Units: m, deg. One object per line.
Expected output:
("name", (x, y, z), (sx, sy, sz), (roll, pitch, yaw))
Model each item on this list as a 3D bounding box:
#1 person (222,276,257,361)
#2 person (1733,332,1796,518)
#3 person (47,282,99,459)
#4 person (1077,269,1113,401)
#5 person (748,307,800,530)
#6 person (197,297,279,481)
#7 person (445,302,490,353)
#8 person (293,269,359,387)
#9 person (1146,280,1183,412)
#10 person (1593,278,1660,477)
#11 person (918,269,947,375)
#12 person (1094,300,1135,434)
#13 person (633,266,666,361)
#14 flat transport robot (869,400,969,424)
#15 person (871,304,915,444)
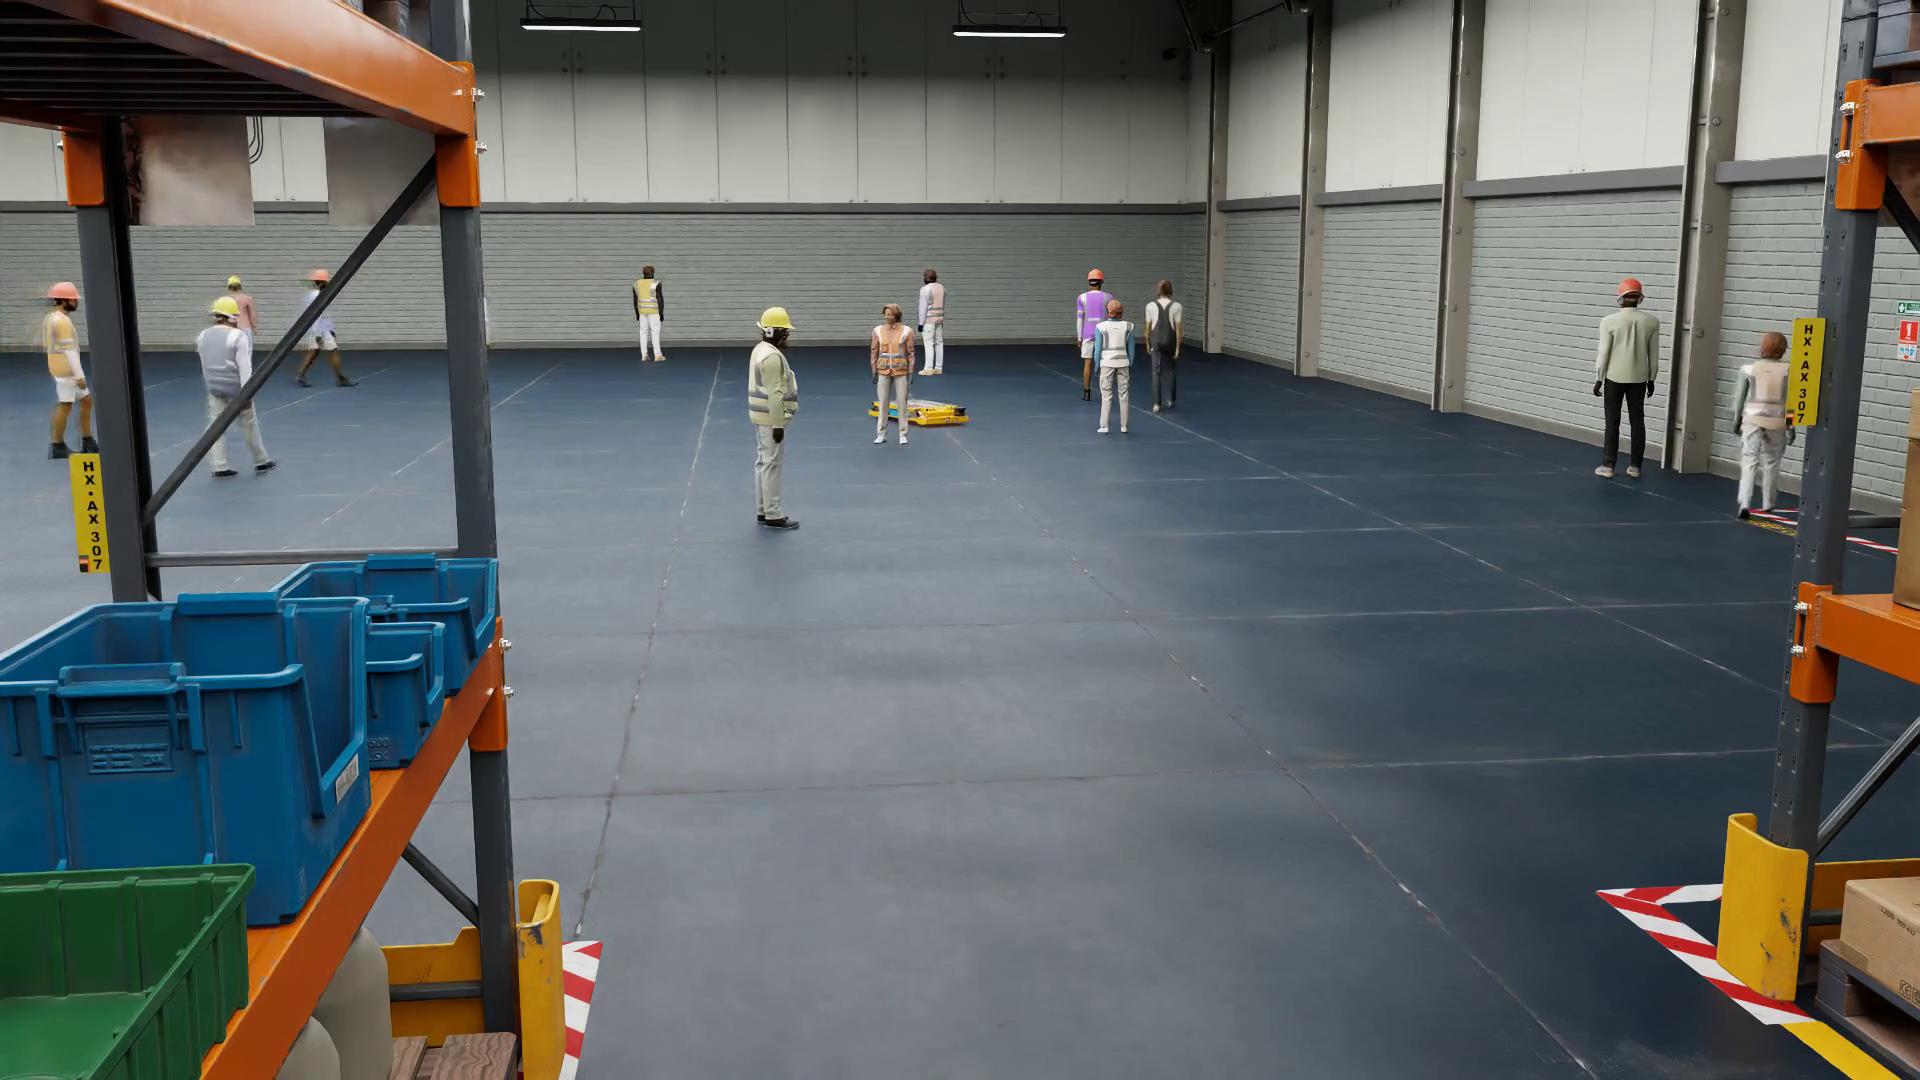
("person", (-12.165, -3.578, 28.059), (0.543, 1.752, 0.546), (-4, 11, -19))
("person", (6.933, -0.993, 14.332), (0.519, 1.596, 0.881), (6, 12, 29))
("person", (-9.634, -1.848, 18.158), (0.751, 1.908, 0.568), (-7, 12, -32))
("person", (1.985, -2.999, 24.424), (0.543, 1.927, 0.375), (1, 10, 6))
("person", (-1.541, -1.004, 13.757), (0.404, 1.829, 0.591), (-3, 11, -17))
("person", (-7.232, -1.519, 16.650), (0.626, 1.796, 0.846), (3, 11, 15))
("person", (-6.904, -2.791, 23.292), (0.582, 1.917, 0.506), (-1, 10, -7))
("person", (-10.237, -3.373, 26.586), (0.974, 1.899, 0.561), (-5, 11, -24))
("person", (2.849, -2.712, 23.228), (0.512, 1.792, 0.951), (2, 11, 10))
("person", (6.685, -1.626, 16.718), (0.622, 1.990, 0.398), (0, 10, 0))
("person", (-0.512, -3.804, 29.070), (0.430, 1.845, 0.619), (9, 14, 40))
("person", (1.889, -2.112, 20.353), (0.515, 1.641, 0.309), (-2, 10, -9))
("person", (-6.039, -4.410, 32.395), (0.621, 1.845, 0.430), (4, 11, 19))
("flat transport robot", (-0.554, -1.688, 21.778), (0.652, 0.197, 1.431), (-7, 12, -33))
("person", (-0.777, -1.929, 19.356), (0.515, 1.636, 0.315), (2, 11, 10))
